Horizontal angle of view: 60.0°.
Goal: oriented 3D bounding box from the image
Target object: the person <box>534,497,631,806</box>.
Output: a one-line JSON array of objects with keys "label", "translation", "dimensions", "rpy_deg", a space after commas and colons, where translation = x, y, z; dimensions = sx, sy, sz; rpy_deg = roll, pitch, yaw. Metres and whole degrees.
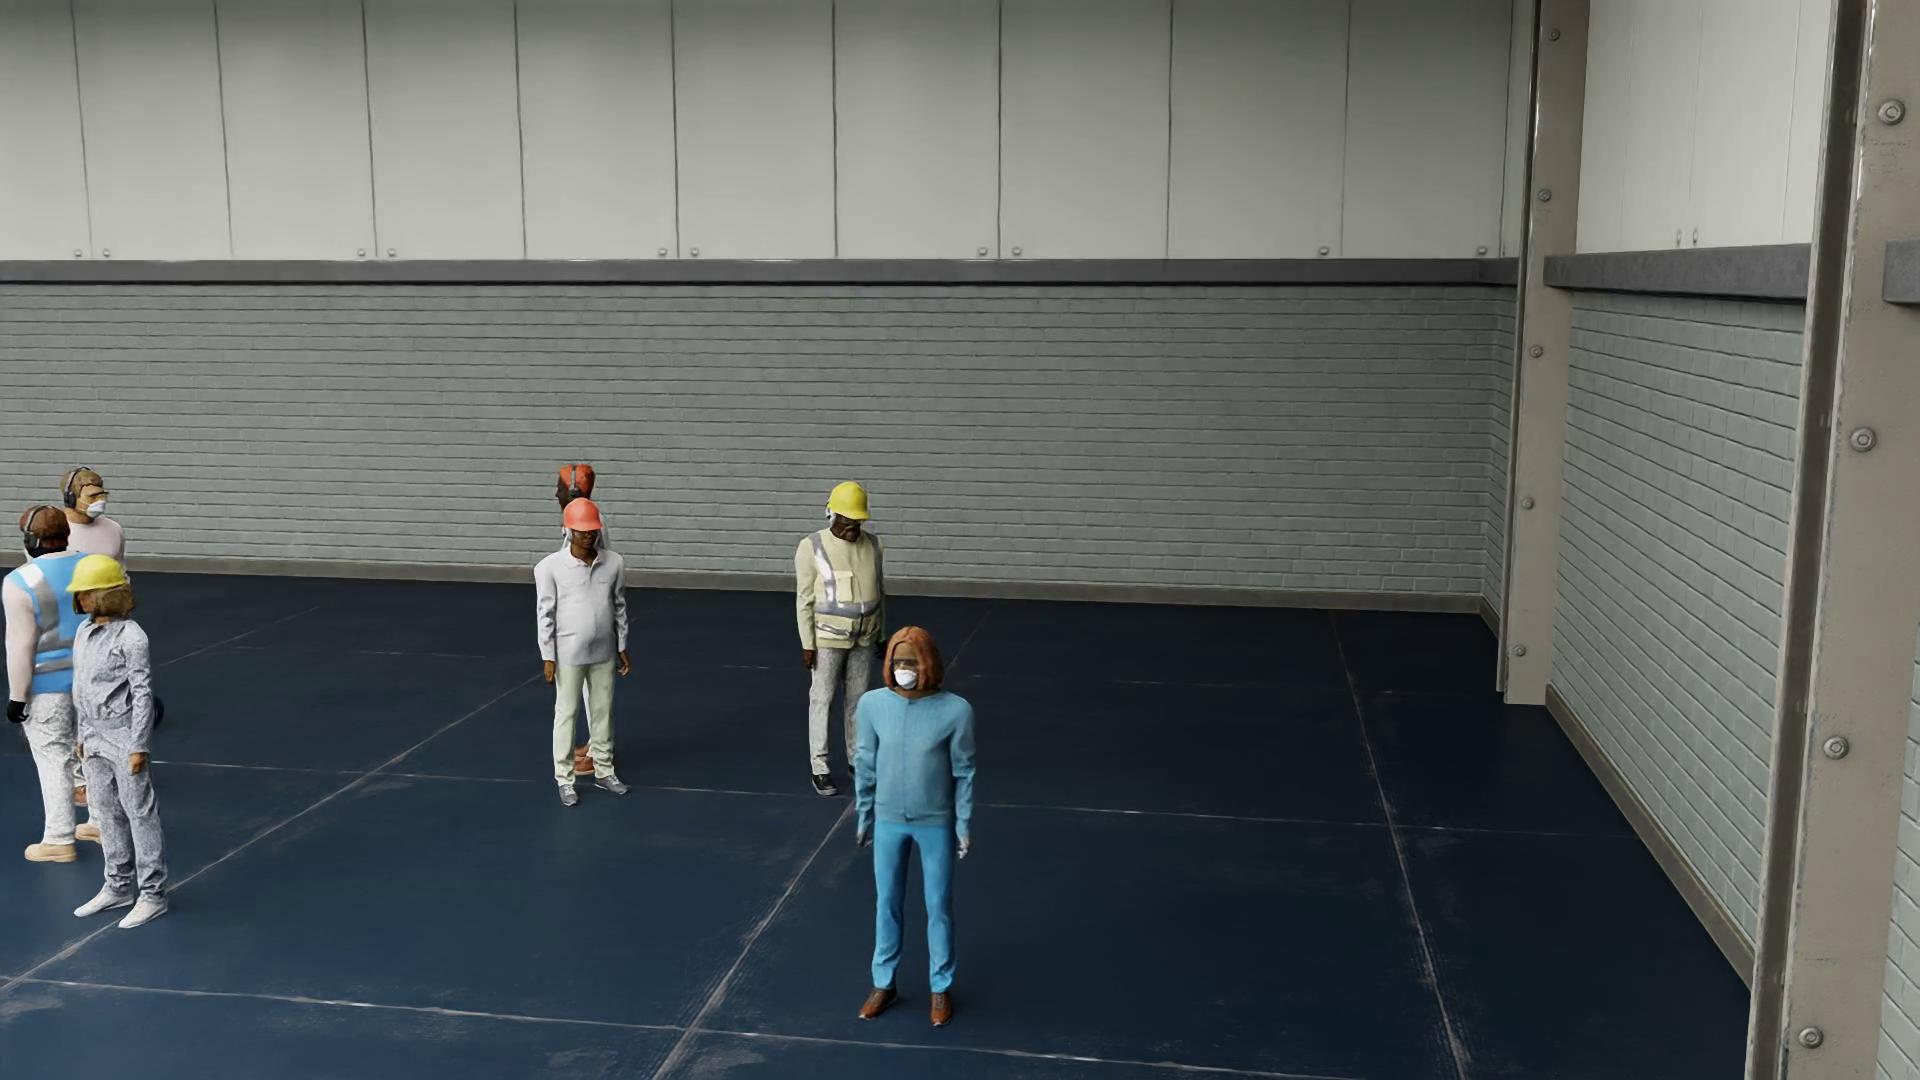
[{"label": "person", "translation": [-2.142, 0.624, 9.532], "dimensions": [0.563, 1.752, 0.328], "rpy_deg": [-8, 12, -40]}]

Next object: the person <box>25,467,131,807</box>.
[{"label": "person", "translation": [-4.981, 0.543, 9.497], "dimensions": [0.375, 1.933, 0.625], "rpy_deg": [3, 10, 19]}]

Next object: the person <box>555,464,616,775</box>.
[{"label": "person", "translation": [-2.255, 0.475, 10.049], "dimensions": [0.337, 1.882, 0.583], "rpy_deg": [-1, 9, -7]}]

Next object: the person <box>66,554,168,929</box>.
[{"label": "person", "translation": [-3.935, 0.923, 7.717], "dimensions": [0.484, 1.745, 0.293], "rpy_deg": [5, 11, 29]}]

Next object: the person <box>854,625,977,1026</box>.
[{"label": "person", "translation": [-0.181, 1.143, 6.698], "dimensions": [0.501, 1.633, 0.282], "rpy_deg": [2, 9, 14]}]

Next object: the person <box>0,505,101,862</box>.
[{"label": "person", "translation": [-4.660, 0.732, 8.591], "dimensions": [0.429, 1.842, 0.636], "rpy_deg": [3, 10, 18]}]

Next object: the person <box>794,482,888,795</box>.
[{"label": "person", "translation": [-0.669, 0.561, 9.706], "dimensions": [0.588, 1.823, 0.403], "rpy_deg": [-6, 11, -34]}]
